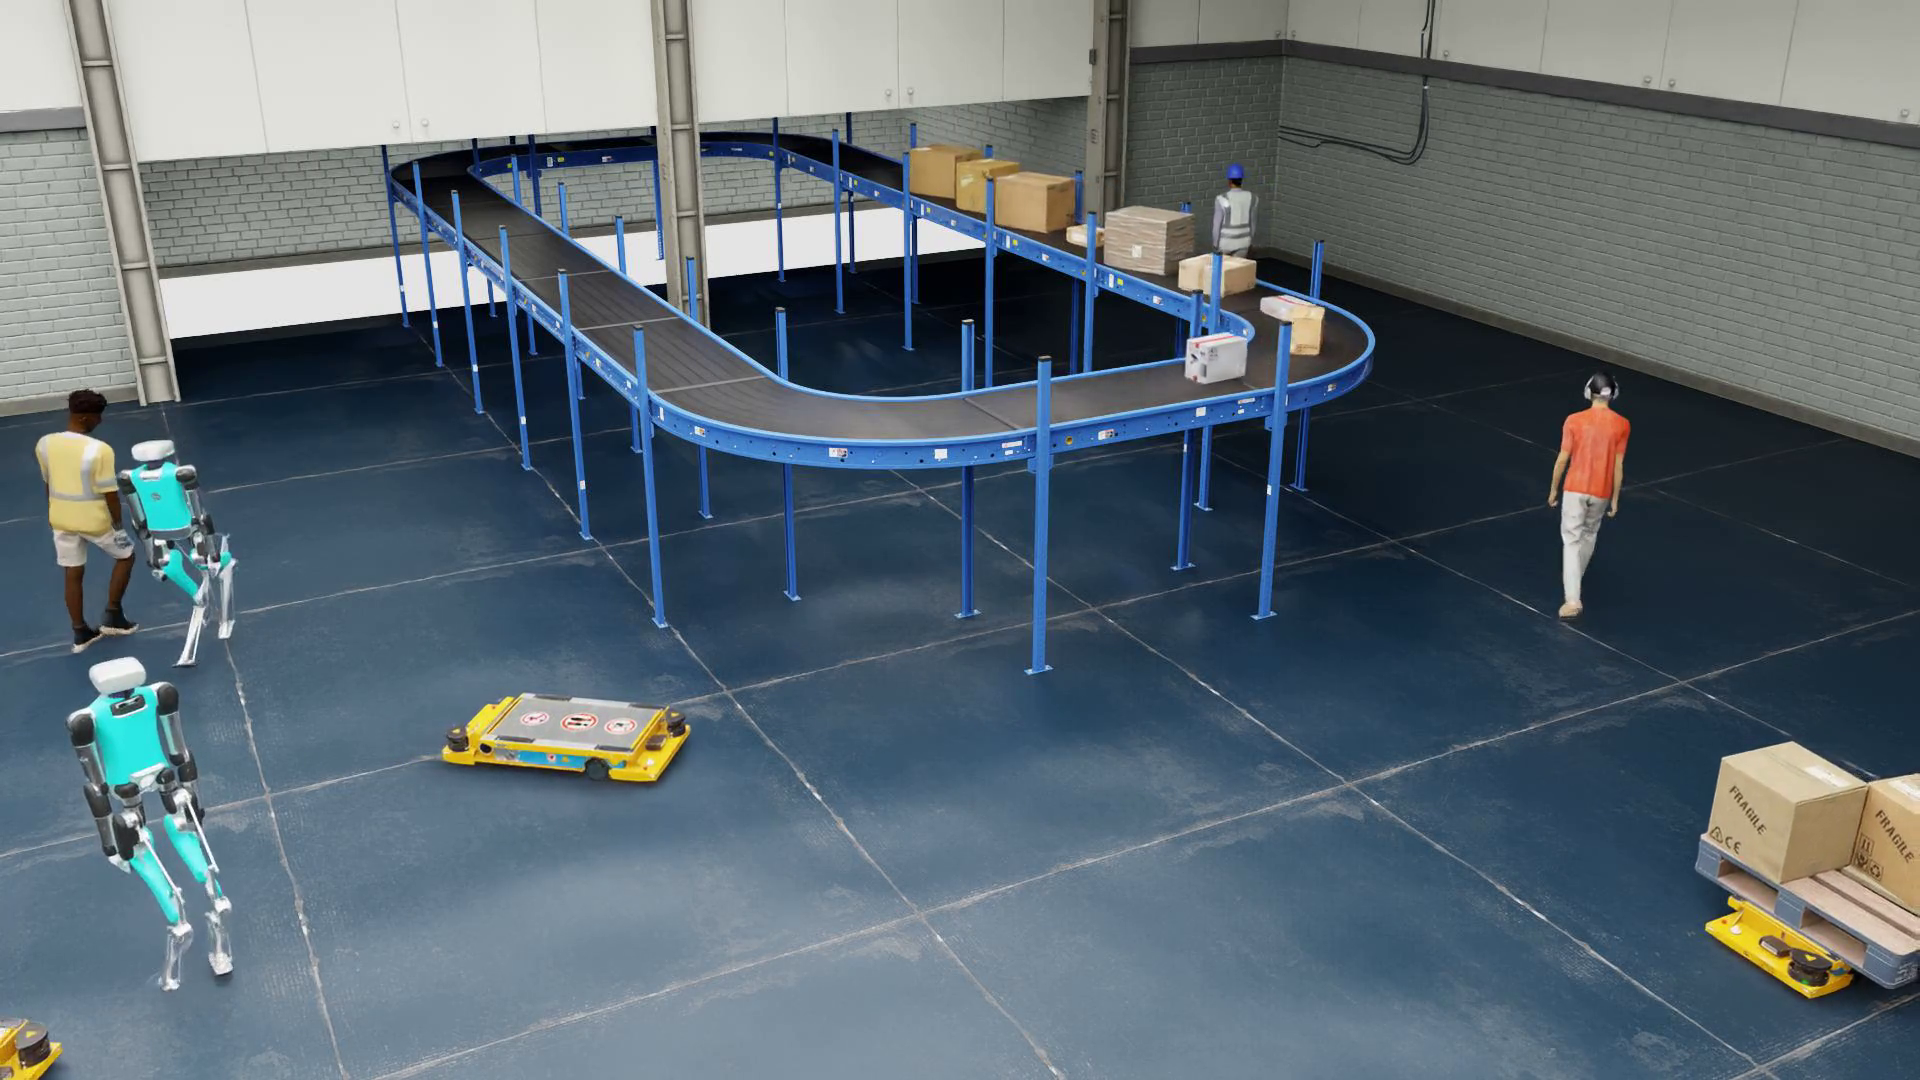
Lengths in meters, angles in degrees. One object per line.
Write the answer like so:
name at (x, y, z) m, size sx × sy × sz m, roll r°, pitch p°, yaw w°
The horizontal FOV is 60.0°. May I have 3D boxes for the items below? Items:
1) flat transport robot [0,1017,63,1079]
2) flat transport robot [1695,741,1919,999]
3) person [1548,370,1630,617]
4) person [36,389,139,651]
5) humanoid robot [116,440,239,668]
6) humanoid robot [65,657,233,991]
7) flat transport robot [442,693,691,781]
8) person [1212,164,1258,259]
flat transport robot at (-5.049, 2.488, 7.725) m, size 1.431 × 0.231 × 0.659 m, roll 2°, pitch 22°, yaw 5°
flat transport robot at (4.761, 2.014, 8.898) m, size 1.431 × 0.231 × 0.659 m, roll -10°, pitch 24°, yaw -24°
person at (4.770, -0.359, 12.633) m, size 0.493 × 1.875 × 0.952 m, roll 4°, pitch 22°, yaw 9°
person at (-6.294, -0.147, 12.024) m, size 0.640 × 1.926 × 0.529 m, roll 3°, pitch 22°, yaw 7°
humanoid robot at (-5.482, 0.048, 11.815) m, size 0.561 × 1.729 × 1.068 m, roll -1°, pitch 22°, yaw -3°
humanoid robot at (-3.904, 1.487, 8.245) m, size 0.767 × 1.778 × 0.534 m, roll 17°, pitch 27°, yaw 35°
flat transport robot at (-2.531, 1.269, 10.740) m, size 1.431 × 0.231 × 0.659 m, roll 4°, pitch 22°, yaw 10°
person at (3.434, -3.785, 21.018) m, size 0.620 × 1.931 × 0.561 m, roll -4°, pitch 22°, yaw -11°
